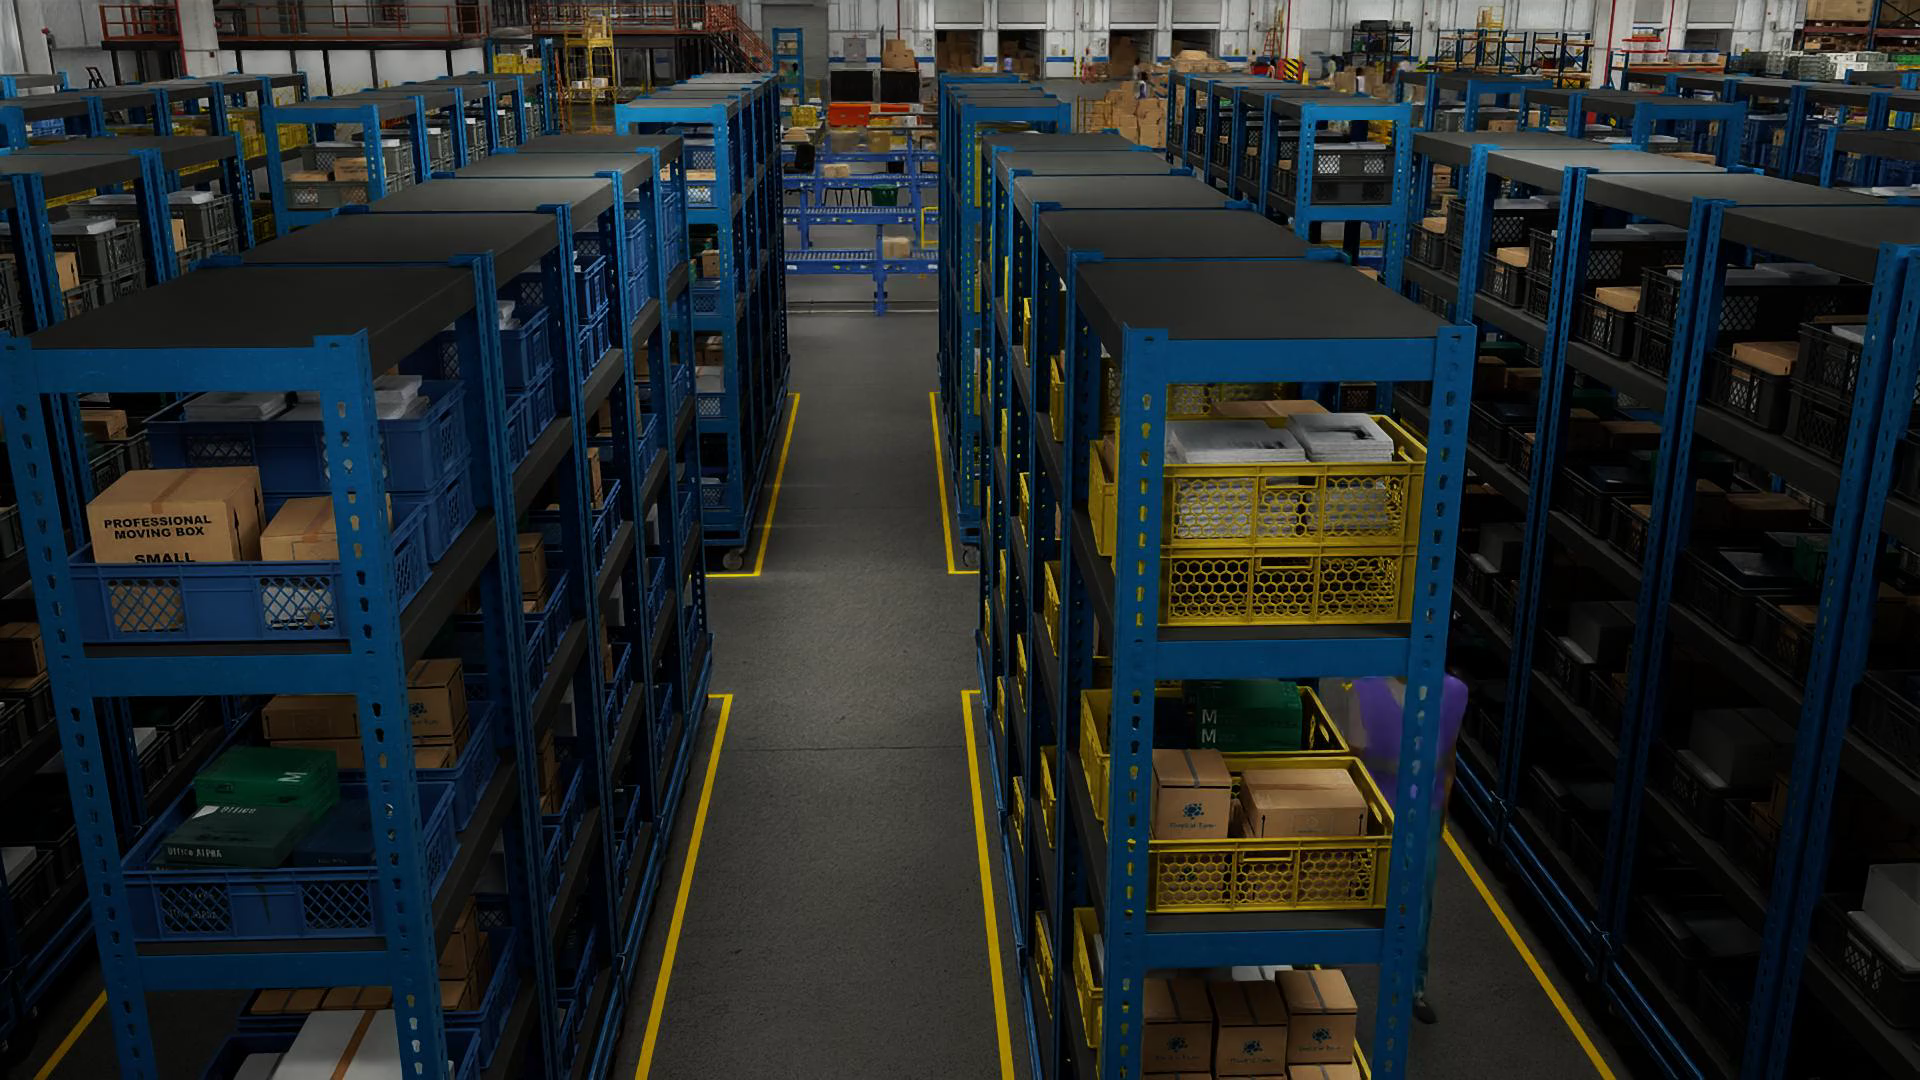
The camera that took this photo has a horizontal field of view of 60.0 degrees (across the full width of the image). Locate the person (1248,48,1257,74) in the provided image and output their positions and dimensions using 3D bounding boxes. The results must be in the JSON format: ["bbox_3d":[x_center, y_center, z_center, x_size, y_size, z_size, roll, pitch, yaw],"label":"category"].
[{"bbox_3d":[16.365,-26.642,93.305,0.596,1.889,0.926,-4,18,-13],"label":"person"}]

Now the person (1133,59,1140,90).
[{"bbox_3d":[8.070,-21.224,76.613,0.801,1.845,0.521,-11,21,-30],"label":"person"}]

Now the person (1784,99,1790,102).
[{"bbox_3d":[28.903,-15.229,58.078,1.031,1.826,0.590,11,21,32],"label":"person"}]

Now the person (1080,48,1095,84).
[{"bbox_3d":[7.070,-26.084,91.491,1.033,1.944,0.625,-16,24,-40],"label":"person"}]

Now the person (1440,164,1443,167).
[{"bbox_3d":[12.896,-10.873,44.942,0.496,1.604,0.731,0,18,1],"label":"person"}]

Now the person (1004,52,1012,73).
[{"bbox_3d":[2.474,-24.339,86.187,0.563,1.886,1.005,-15,23,-38],"label":"person"}]

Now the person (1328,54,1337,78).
[{"bbox_3d":[18.708,-23.549,83.829,0.545,1.831,0.632,11,21,30],"label":"person"}]

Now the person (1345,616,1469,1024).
[{"bbox_3d":[1.918,1.158,7.380,0.577,1.822,0.763,-3,18,-8],"label":"person"}]

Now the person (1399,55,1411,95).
[{"bbox_3d":[21.167,-21.994,78.859,0.702,1.917,0.661,-9,20,-26],"label":"person"}]

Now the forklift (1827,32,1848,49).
[{"bbox_3d":[46.024,-25.320,87.618,1.129,2.768,1.873,-1,18,-2],"label":"forklift"}]

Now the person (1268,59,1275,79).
[{"bbox_3d":[15.045,-22.346,80.307,0.317,1.696,0.540,7,19,20],"label":"person"}]

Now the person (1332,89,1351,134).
[{"bbox_3d":[11.552,-12.686,50.236,0.616,1.803,0.743,0,18,1],"label":"person"}]

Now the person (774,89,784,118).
[{"bbox_3d":[-7.059,-17.269,64.525,0.751,1.737,0.550,5,19,16],"label":"person"}]

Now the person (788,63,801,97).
[{"bbox_3d":[-6.814,-18.645,68.455,0.477,1.944,0.630,13,22,34],"label":"person"}]

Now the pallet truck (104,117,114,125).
[{"bbox_3d":[-18.367,-7.885,35.078,1.885,1.965,0.823,1,18,2],"label":"pallet truck"}]

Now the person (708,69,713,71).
[{"bbox_3d":[-9.766,-17.494,65.129,0.970,1.795,0.535,-9,20,-27],"label":"person"}]

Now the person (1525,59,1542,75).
[{"bbox_3d":[24.060,-19.143,69.846,0.688,2.000,0.536,5,19,15],"label":"person"}]

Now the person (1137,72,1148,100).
[{"bbox_3d":[6.790,-16.185,60.985,1.028,1.855,0.600,2,18,6],"label":"person"}]

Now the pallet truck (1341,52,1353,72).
[{"bbox_3d":[18.794,-23.123,82.231,0.823,1.965,1.885,-13,22,-35],"label":"pallet truck"}]

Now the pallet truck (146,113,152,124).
[{"bbox_3d":[-18.087,-8.309,36.390,1.885,1.965,0.823,-1,18,-4],"label":"pallet truck"}]

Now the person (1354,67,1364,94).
[{"bbox_3d":[15.583,-17.462,64.860,0.649,1.902,0.602,13,22,35],"label":"person"}]

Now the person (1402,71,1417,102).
[{"bbox_3d":[17.177,-16.995,63.566,0.549,1.818,0.994,13,22,34],"label":"person"}]

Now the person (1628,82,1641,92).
[{"bbox_3d":[24.366,-15.951,60.139,0.549,1.935,0.366,-8,20,-25],"label":"person"}]

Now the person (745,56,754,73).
[{"bbox_3d":[-10.624,-23.608,84.193,0.505,1.704,0.457,-2,18,-5],"label":"person"}]
